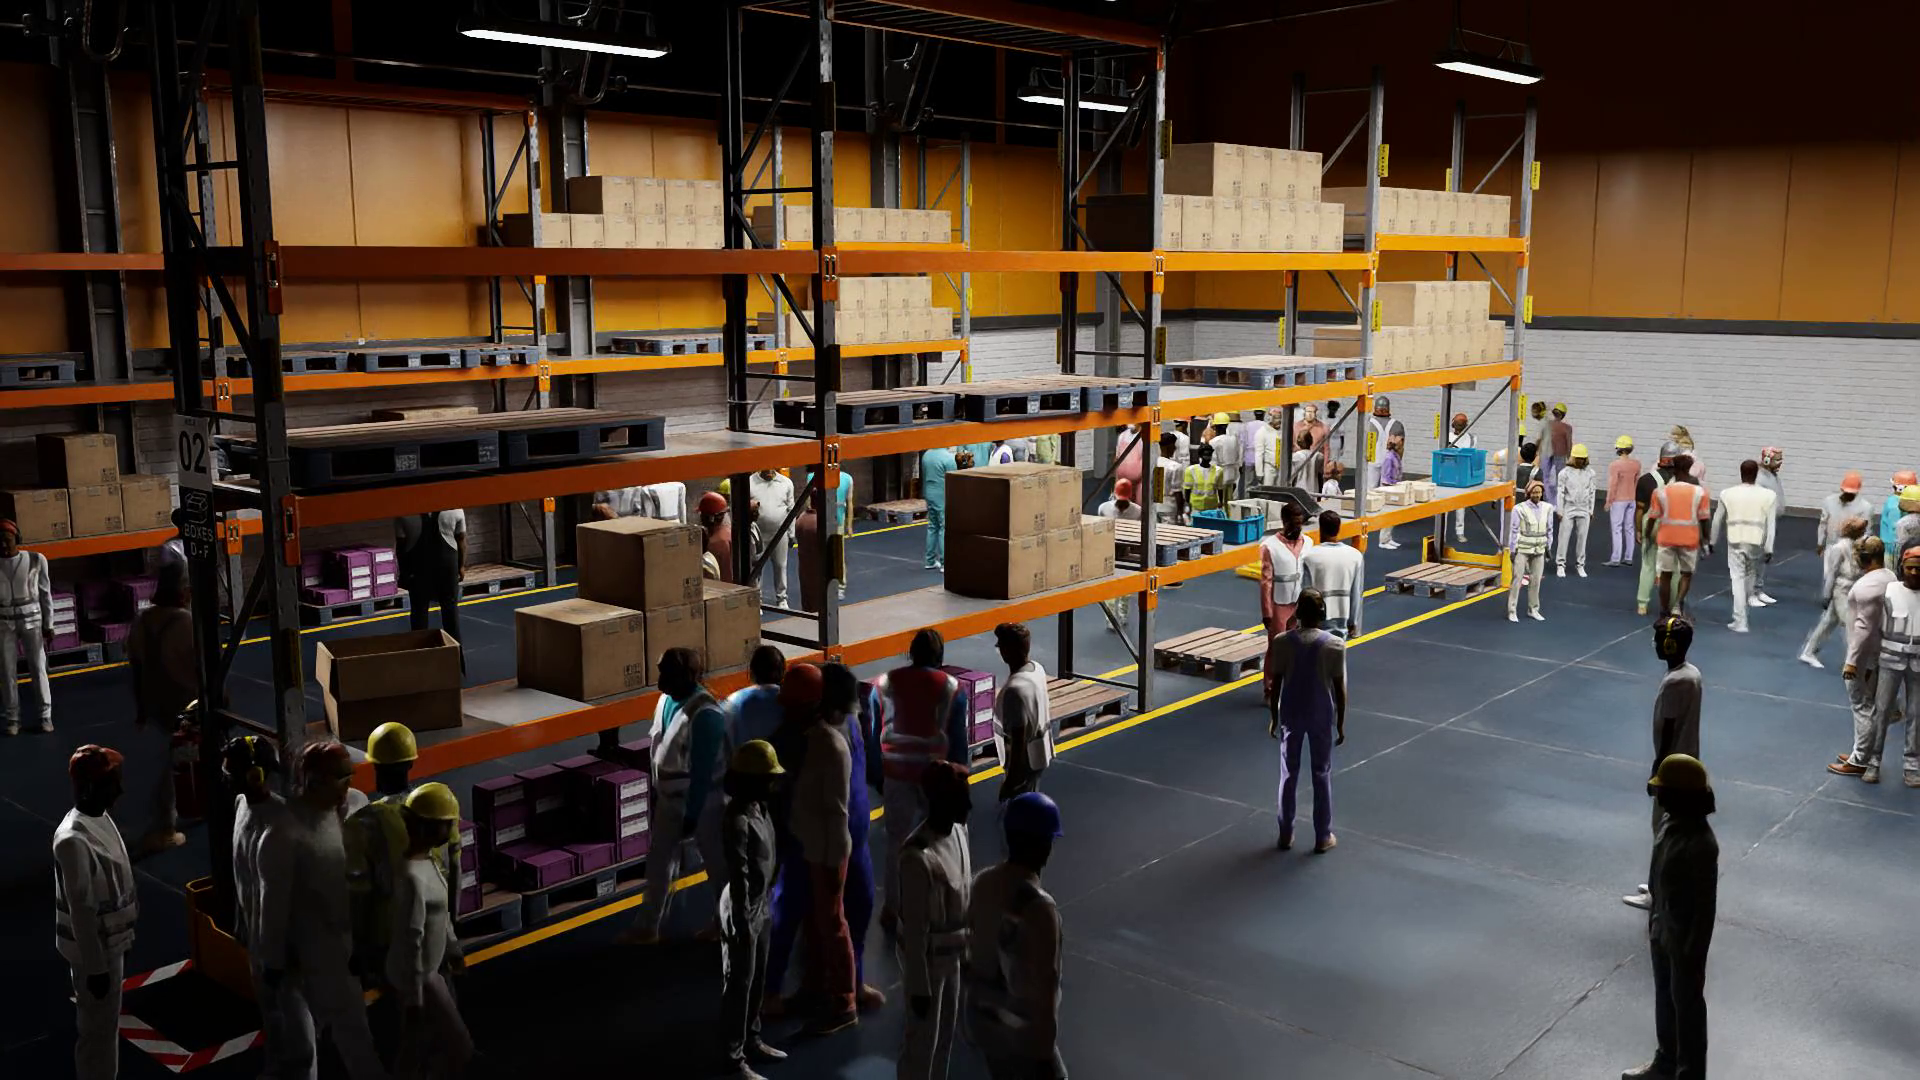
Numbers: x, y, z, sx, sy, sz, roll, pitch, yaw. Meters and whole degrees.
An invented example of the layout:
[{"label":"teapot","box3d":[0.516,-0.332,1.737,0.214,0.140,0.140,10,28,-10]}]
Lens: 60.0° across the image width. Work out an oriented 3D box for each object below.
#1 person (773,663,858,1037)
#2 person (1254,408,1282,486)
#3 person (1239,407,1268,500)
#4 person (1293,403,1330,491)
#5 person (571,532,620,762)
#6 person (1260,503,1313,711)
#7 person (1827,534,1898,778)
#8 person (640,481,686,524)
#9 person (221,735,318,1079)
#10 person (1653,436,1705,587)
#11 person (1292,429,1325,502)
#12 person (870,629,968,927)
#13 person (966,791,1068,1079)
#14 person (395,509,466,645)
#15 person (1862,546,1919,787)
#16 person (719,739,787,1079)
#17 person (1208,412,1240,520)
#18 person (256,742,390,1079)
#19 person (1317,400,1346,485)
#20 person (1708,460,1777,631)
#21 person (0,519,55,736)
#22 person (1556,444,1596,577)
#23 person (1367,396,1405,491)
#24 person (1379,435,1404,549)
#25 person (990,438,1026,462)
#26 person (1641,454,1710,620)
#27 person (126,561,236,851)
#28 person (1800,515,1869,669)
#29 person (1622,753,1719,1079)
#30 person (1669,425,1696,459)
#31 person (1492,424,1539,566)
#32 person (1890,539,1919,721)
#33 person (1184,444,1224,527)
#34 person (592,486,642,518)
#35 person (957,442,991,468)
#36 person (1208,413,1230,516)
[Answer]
[{"label":"person","box3d":[-0.779,1.618,8.804,0.408,1.984,0.617,-5,11,-30]},{"label":"person","box3d":[4.694,-1.037,24.925,0.653,1.896,0.400,-6,11,-34]},{"label":"person","box3d":[4.635,-1.209,25.897,0.587,1.913,0.396,2,10,14]},{"label":"person","box3d":[5.337,-1.146,25.516,0.643,1.913,0.411,2,10,14]},{"label":"person","box3d":[-2.912,0.871,13.323,0.372,1.961,0.601,1,10,5]},{"label":"person","box3d":[2.961,0.597,15.126,0.598,1.909,0.402,-6,11,-31]},{"label":"person","box3d":[7.159,0.914,13.149,0.370,1.934,0.627,9,13,43]},{"label":"person","box3d":[-3.369,-0.021,18.883,0.575,1.883,0.355,-9,13,-42]},{"label":"person","box3d":[-3.291,1.826,7.908,0.521,1.865,0.319,8,12,38]},{"label":"person","box3d":[8.932,-0.348,20.752,0.658,1.927,0.394,0,10,1]},{"label":"person","box3d":[4.605,-0.563,22.238,0.507,1.844,0.345,-2,10,-12]},{"label":"person","box3d":[-0.266,1.468,10.323,0.634,1.795,0.688,1,10,8]},{"label":"person","box3d":[0.246,1.992,6.787,0.524,1.905,0.676,-5,11,-26]},{"label":"person","box3d":[-5.359,0.236,16.877,0.681,2.000,0.535,-3,10,-20]},{"label":"person","box3d":[7.343,0.978,12.913,0.581,1.882,0.339,4,10,23]},{"label":"person","box3d":[-1.019,1.835,8.254,0.322,1.737,0.487,1,10,9]},{"label":"person","box3d":[3.733,-0.861,23.763,0.591,1.926,0.386,-7,12,-37]},{"label":"person","box3d":[-2.918,1.848,7.857,1.026,1.844,0.641,3,10,15]},{"label":"person","box3d":[6.455,-1.634,29.145,0.576,1.662,0.600,2,10,11]},{"label":"person","box3d":[8.726,0.043,18.570,0.620,1.850,1.015,3,10,15]},{"label":"person","box3d":[-8.127,0.747,14.317,0.585,1.879,0.363,-5,11,-27]},{"label":"person","box3d":[7.941,-0.375,21.444,0.480,1.734,0.329,0,10,0]},{"label":"person","box3d":[6.398,-1.186,25.368,0.683,2.000,0.538,0,10,2]},{"label":"person","box3d":[6.111,-0.683,23.593,0.313,1.629,0.525,4,10,24]},{"label":"person","box3d":[0.704,-0.798,23.351,0.360,1.939,0.635,-9,13,-44]},{"label":"person","box3d":[7.966,0.013,18.514,0.697,1.939,0.467,4,10,20]},{"label":"person","box3d":[-5.456,1.102,11.704,0.695,2.000,1.011,4,10,23]},{"label":"person","box3d":[8.728,0.538,16.400,0.517,1.594,0.849,-7,12,-38]},{"label":"person","box3d":[3.431,1.872,7.993,0.320,1.742,0.492,0,10,0]},{"label":"person","box3d":[9.597,-0.574,22.148,0.416,1.927,0.678,3,10,17]},{"label":"person","box3d":[7.392,-0.591,22.175,0.585,1.921,0.383,2,10,12]},{"label":"person","box3d":[8.622,0.634,14.810,1.054,1.922,0.635,-6,11,-30]},{"label":"person","box3d":[3.226,-0.444,22.010,0.547,1.690,0.322,0,10,-3]},{"label":"person","box3d":[-3.973,-0.101,19.356,0.589,1.877,0.742,-4,10,-21]},{"label":"person","box3d":[0.217,-0.907,23.867,0.614,1.989,0.403,-4,10,-24]},{"label":"person","box3d":[3.915,-1.042,25.125,0.380,1.836,0.565,5,11,27]}]
